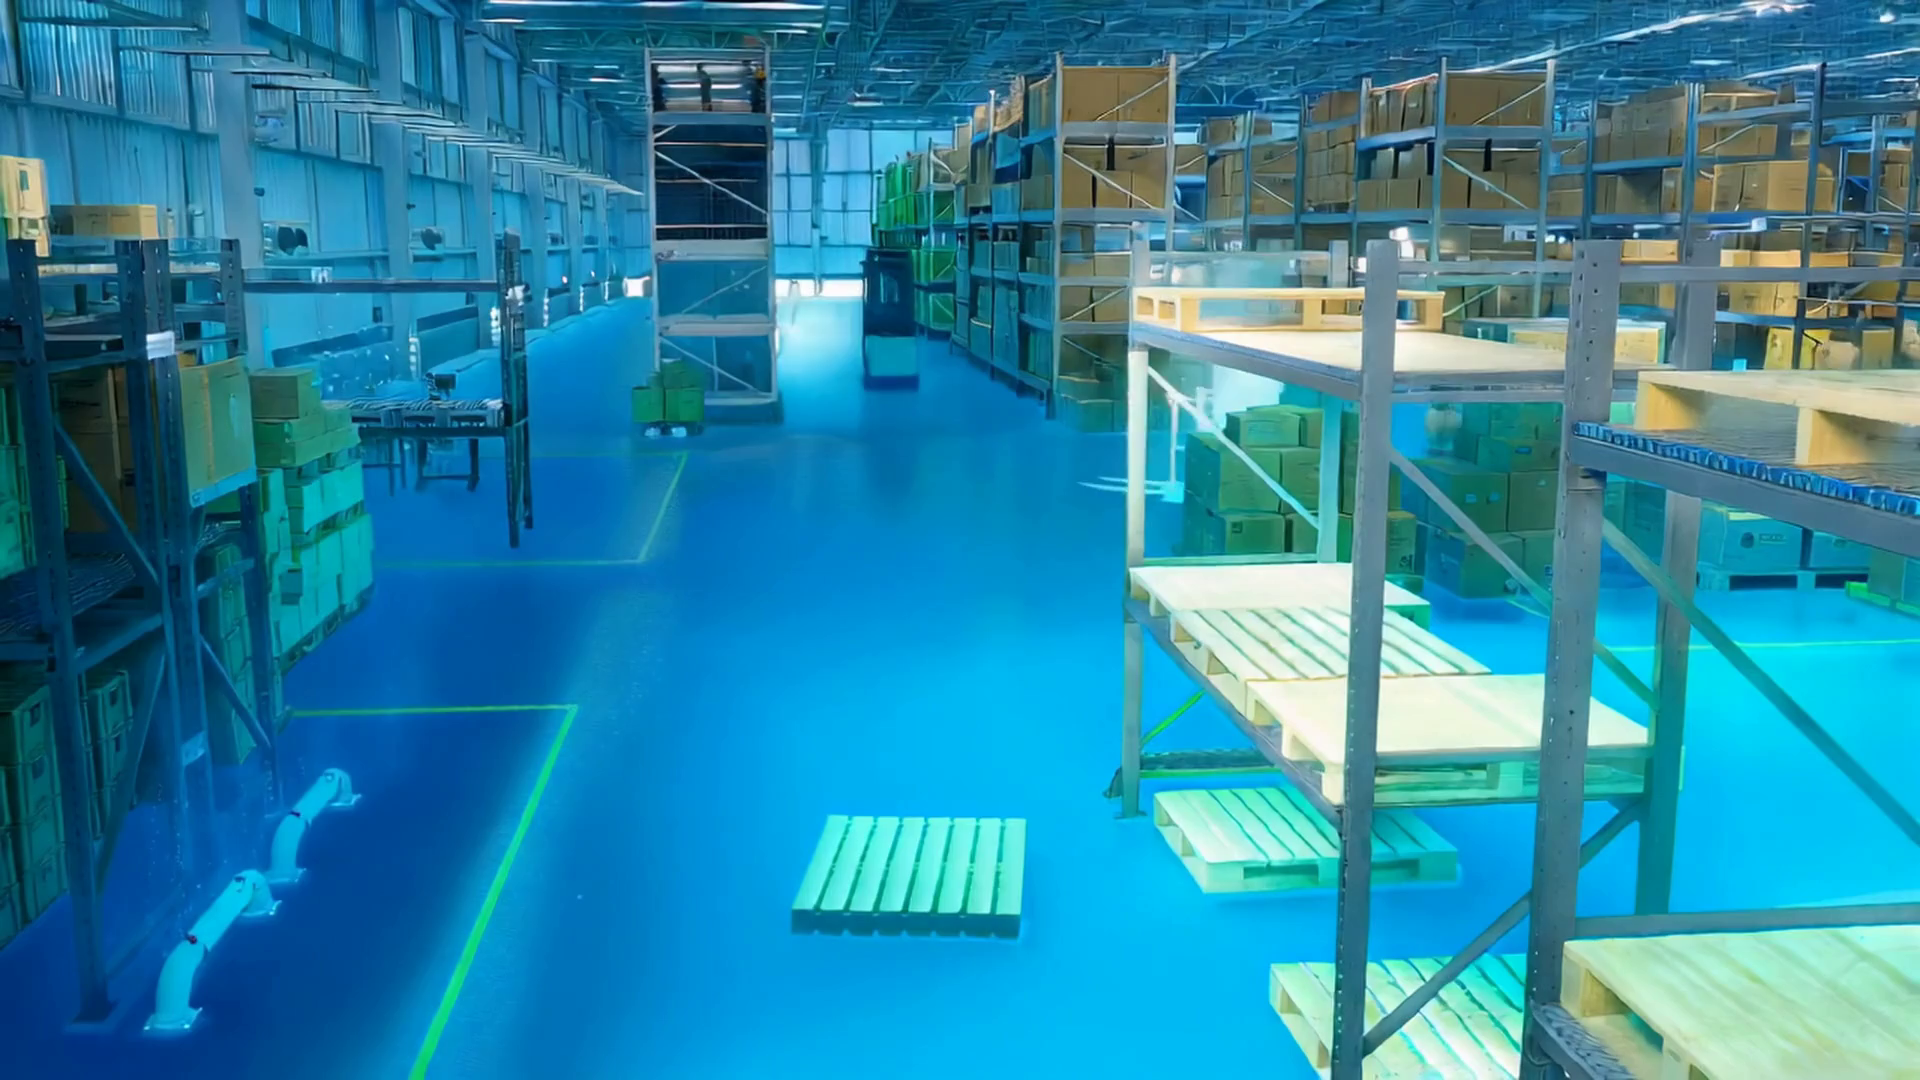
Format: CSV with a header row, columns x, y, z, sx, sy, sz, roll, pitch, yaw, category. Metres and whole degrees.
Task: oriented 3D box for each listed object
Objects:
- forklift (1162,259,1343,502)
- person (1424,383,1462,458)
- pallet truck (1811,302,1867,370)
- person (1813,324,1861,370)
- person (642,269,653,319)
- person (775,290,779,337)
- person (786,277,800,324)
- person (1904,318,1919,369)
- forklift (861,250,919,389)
x,y,z,sx,sy,sz,roll,pitch,yaw,category
3.424,-1.826,19.053,1.873,2.768,1.129,5,11,26,forklift
4.881,-0.784,16.626,0.651,1.680,0.542,-3,11,-16,person
15.846,-3.142,28.793,1.885,1.965,0.823,2,10,12,pallet truck
12.696,-2.216,24.140,0.639,1.833,0.461,2,10,12,person
-12.079,-9.523,64.439,0.402,1.896,0.657,8,13,37,person
-5.501,-6.650,48.526,0.511,1.890,0.644,-1,10,-7,person
-6.037,-8.656,60.164,0.506,1.688,0.839,0,10,-2,person
17.824,-3.354,30.830,0.552,1.677,0.502,0,10,1,person
-1.440,-4.564,34.220,1.129,2.768,1.873,-1,10,-6,forklift
